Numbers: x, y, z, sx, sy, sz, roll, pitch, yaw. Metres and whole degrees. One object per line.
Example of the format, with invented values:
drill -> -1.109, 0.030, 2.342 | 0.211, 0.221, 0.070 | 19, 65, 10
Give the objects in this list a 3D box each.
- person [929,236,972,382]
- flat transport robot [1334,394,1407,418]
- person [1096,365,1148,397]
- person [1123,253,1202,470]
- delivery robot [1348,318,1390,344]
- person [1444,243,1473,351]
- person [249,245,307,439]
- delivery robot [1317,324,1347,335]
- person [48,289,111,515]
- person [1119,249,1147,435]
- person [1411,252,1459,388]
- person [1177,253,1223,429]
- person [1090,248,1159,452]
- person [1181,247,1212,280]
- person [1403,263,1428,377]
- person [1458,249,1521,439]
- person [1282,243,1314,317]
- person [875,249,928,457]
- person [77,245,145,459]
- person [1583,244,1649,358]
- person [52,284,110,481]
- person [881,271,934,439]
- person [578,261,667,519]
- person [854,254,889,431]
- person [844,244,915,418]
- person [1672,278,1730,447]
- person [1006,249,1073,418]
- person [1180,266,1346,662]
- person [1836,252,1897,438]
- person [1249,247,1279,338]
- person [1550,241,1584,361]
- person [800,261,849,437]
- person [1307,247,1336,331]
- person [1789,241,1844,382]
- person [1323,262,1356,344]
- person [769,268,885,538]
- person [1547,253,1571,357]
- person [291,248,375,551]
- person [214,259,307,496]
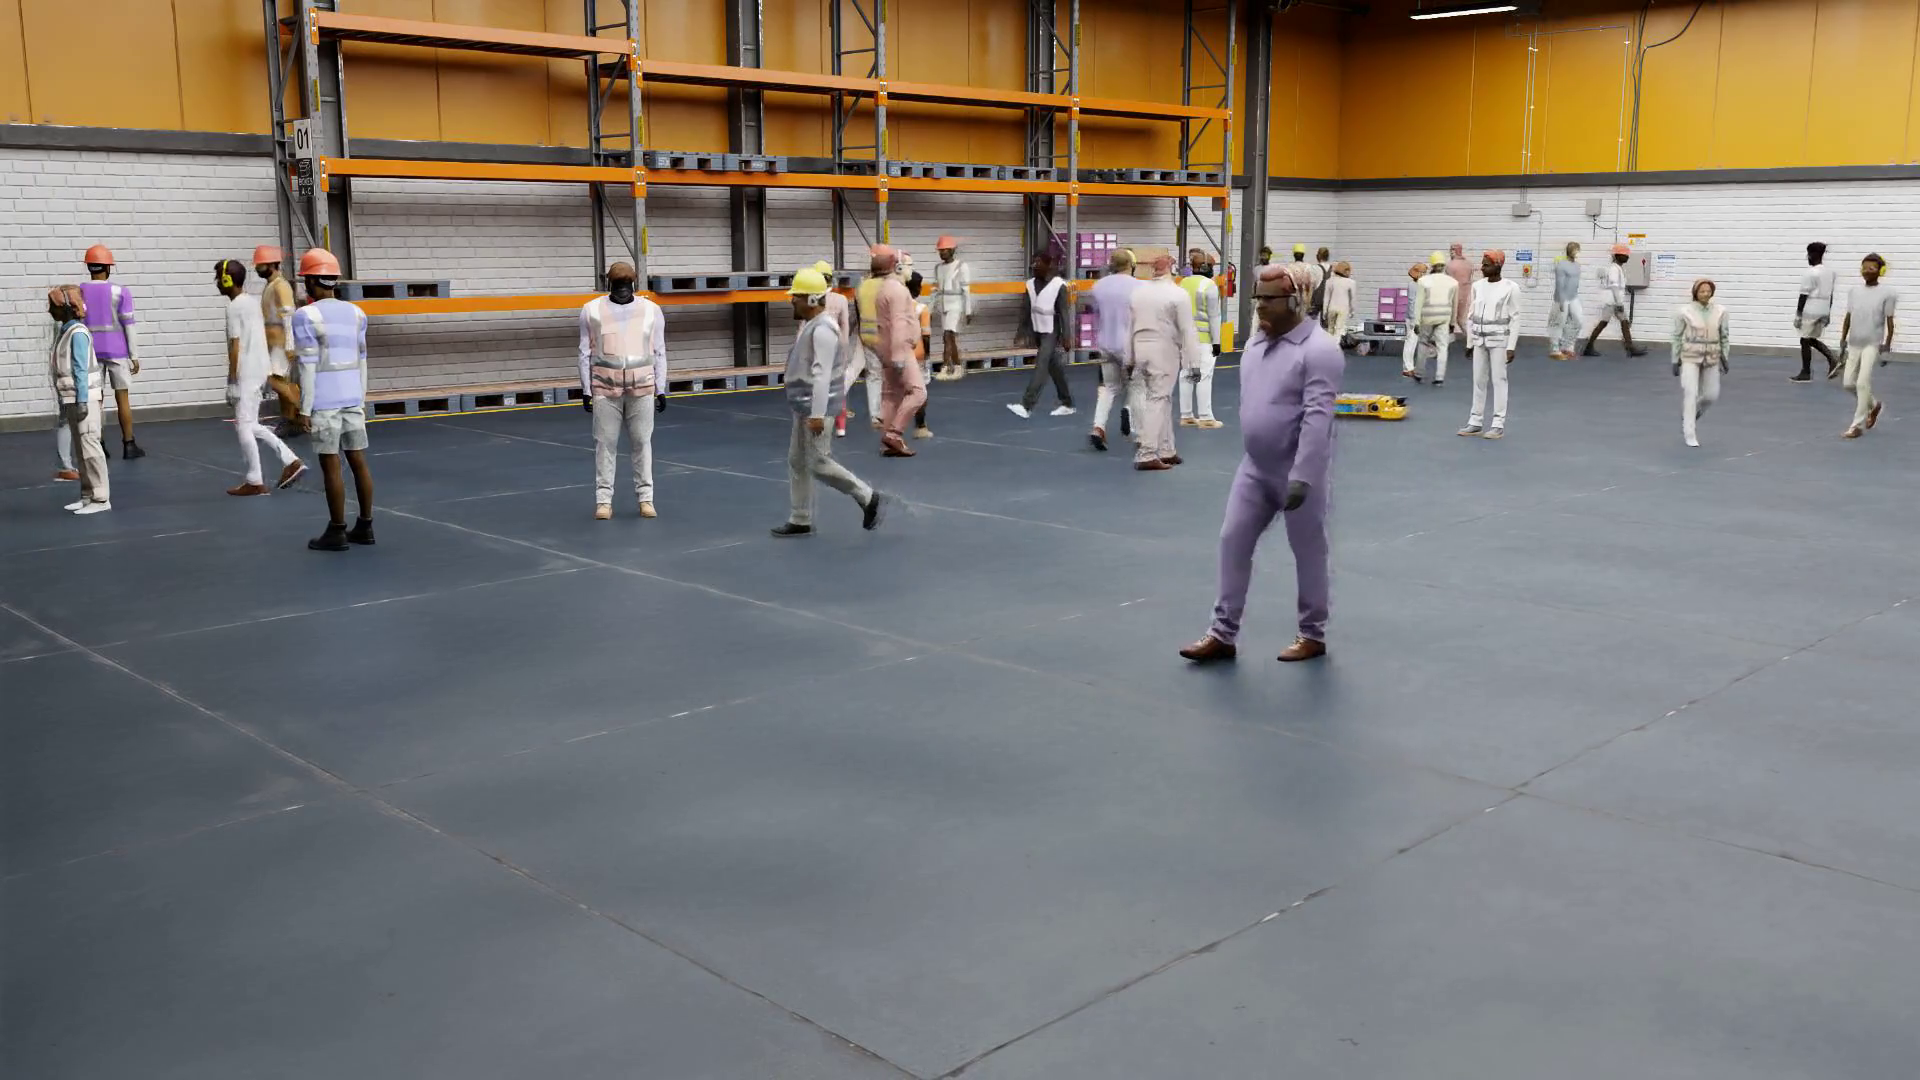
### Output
person -> -0.226, -3.184, 23.003 | 0.636, 2.004, 0.896 | 10, 14, 42
flat transport robot -> 4.245, -1.519, 18.657 | 1.431, 0.197, 0.652 | 4, 11, 21
person -> 2.047, -2.622, 20.873 | 0.879, 1.644, 0.539 | -9, 14, -40
person -> 1.791, -1.549, 14.463 | 0.753, 1.858, 0.754 | -8, 13, -38
delivery robot -> 7.244, -3.690, 29.464 | 0.707, 0.478, 0.477 | -3, 11, -17
person -> 8.737, -4.252, 29.171 | 0.670, 1.882, 0.720 | -7, 12, -32
person -> -6.766, -1.948, 16.482 | 0.419, 1.923, 0.575 | -8, 13, -38
delivery robot -> 6.503, -3.698, 29.509 | 0.707, 0.478, 0.477 | 2, 11, 11
person -> -6.439, -1.007, 12.153 | 0.313, 1.635, 0.515 | -9, 14, -40
person -> 1.686, -1.971, 16.717 | 0.599, 1.889, 0.819 | 3, 11, 16
person -> 6.367, -2.960, 22.368 | 0.619, 1.783, 0.940 | 0, 10, -1
person -> 2.533, -2.094, 17.523 | 0.430, 1.839, 0.619 | -7, 12, -33
person -> 1.496, -1.764, 15.517 | 0.641, 1.911, 0.576 | 7, 12, 33
person -> 3.862, -3.843, 27.087 | 0.573, 1.828, 0.521 | 10, 14, 42
person -> 6.521, -3.148, 23.820 | 0.282, 1.633, 0.499 | 6, 12, 28
person -> 5.306, -1.954, 16.632 | 0.362, 1.883, 0.575 | -7, 13, -34
person -> 5.594, -3.976, 27.619 | 0.594, 1.902, 0.727 | 4, 11, 21
person -> -0.535, -1.688, 15.142 | 0.435, 1.890, 0.683 | -2, 11, -13
person -> -7.721, -1.690, 15.042 | 0.551, 1.935, 0.375 | -2, 11, -11
person -> 10.895, -3.962, 27.607 | 1.027, 1.885, 0.555 | 7, 13, 35
person -> -7.277, -1.289, 13.731 | 0.500, 1.618, 0.500 | -3, 11, -15
person -> -0.518, -1.806, 16.377 | 0.545, 1.679, 0.585 | 6, 12, 31
person -> -2.408, -1.067, 11.917 | 0.621, 1.841, 0.429 | -3, 11, -14
person -> -0.801, -2.029, 17.203 | 0.654, 1.824, 0.447 | 8, 13, 38
person -> -0.990, -2.299, 18.414 | 1.041, 1.941, 0.612 | -4, 11, -19
person -> 7.147, -1.729, 16.113 | 0.532, 1.622, 0.568 | 0, 10, 0
person -> 0.903, -2.284, 18.480 | 1.053, 1.858, 0.591 | -7, 13, -35
person -> 1.427, -0.319, 7.762 | 0.867, 1.871, 0.646 | -7, 13, -35
person -> 9.138, -1.958, 16.729 | 0.673, 1.856, 0.520 | -6, 12, -29
person -> 5.058, -3.979, 27.846 | 0.483, 1.826, 0.879 | 7, 12, 33
person -> 9.777, -3.821, 26.703 | 0.636, 1.918, 0.583 | -7, 12, -32
person -> -1.360, -1.892, 16.608 | 0.522, 1.769, 0.317 | -5, 11, -24
person -> 5.920, -3.933, 27.612 | 0.544, 1.830, 0.684 | -4, 11, -19
person -> 11.778, -3.114, 22.808 | 0.604, 1.945, 0.560 | -6, 12, -30
person -> 6.124, -3.665, 26.753 | 0.508, 1.584, 0.837 | 6, 12, 30
person -> -0.900, -0.897, 11.062 | 0.694, 1.808, 0.598 | -3, 11, -17
person -> 9.984, -3.882, 27.585 | 0.531, 1.718, 0.384 | -6, 12, -30
person -> -4.054, -0.895, 10.705 | 0.376, 1.939, 0.547 | 6, 12, 28
person -> -5.479, -1.253, 12.918 | 0.496, 1.845, 0.573 | 0, 10, -1
